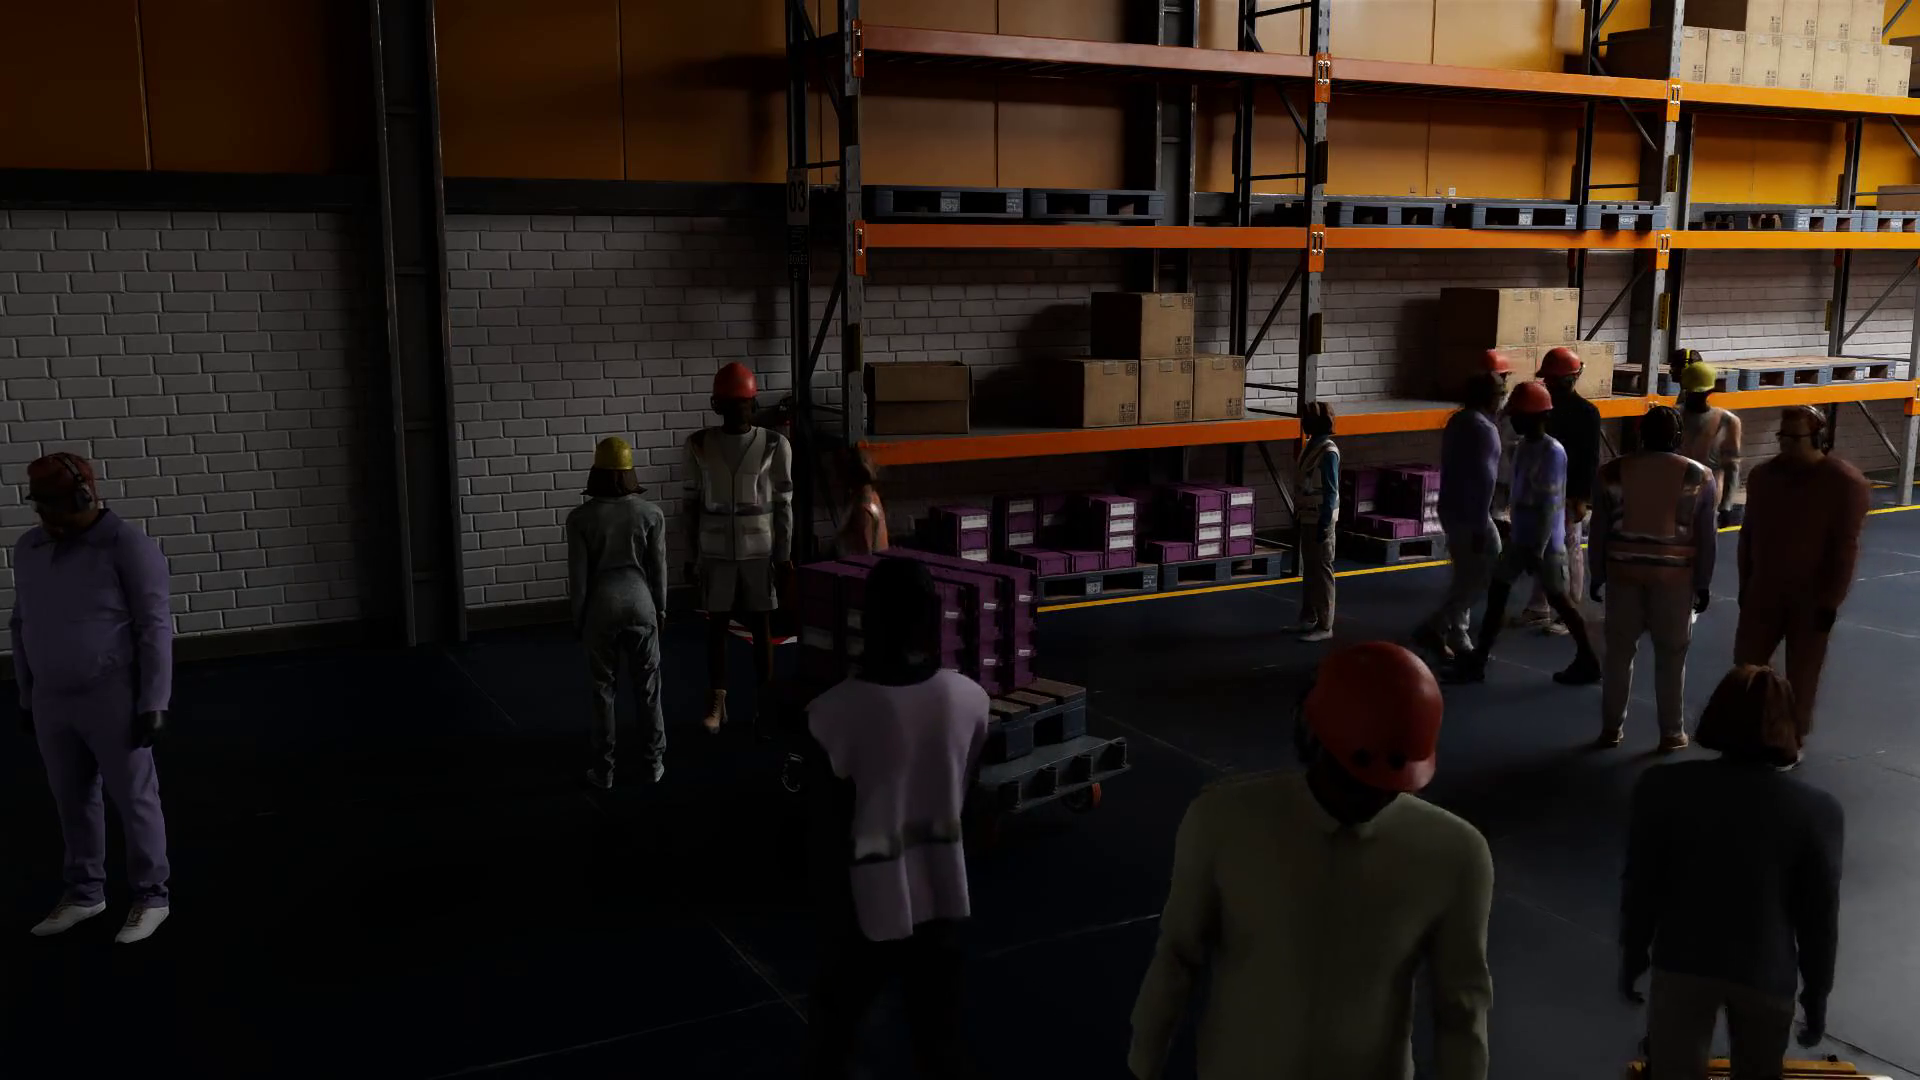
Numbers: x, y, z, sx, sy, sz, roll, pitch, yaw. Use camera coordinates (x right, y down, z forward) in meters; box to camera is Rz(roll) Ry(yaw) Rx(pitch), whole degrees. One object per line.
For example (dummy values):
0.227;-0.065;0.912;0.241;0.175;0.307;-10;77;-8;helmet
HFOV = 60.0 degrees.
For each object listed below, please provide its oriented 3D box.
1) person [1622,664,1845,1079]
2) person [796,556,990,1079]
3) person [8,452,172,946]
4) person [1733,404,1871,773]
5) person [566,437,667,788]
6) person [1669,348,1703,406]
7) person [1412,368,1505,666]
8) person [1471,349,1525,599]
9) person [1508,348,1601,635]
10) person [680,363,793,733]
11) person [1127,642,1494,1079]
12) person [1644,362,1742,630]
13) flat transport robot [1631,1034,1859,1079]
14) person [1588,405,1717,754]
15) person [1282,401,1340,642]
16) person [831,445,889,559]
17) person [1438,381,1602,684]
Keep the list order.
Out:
1.962;1.122;4.274;0.500;1.586;0.576;4;11;20;person
-0.204;0.975;4.428;0.604;1.834;1.036;-7;12;-37;person
-3.335;0.608;6.351;0.650;1.898;0.401;2;10;13;person
4.215;0.251;8.431;0.423;1.888;0.647;-8;13;-38;person
-1.691;0.359;8.235;0.487;1.744;0.294;-4;11;-20;person
5.837;-0.609;13.441;0.327;1.871;0.514;4;11;22;person
3.199;-0.127;10.517;0.471;1.918;0.654;-1;10;-3;person
4.086;-0.498;12.682;0.638;1.919;0.545;-6;11;-30;person
4.137;-0.338;11.540;0.392;1.988;0.608;-4;11;-20;person
-1.222;0.056;9.112;0.615;2.043;0.373;0;10;-1;person
0.658;1.136;3.192;0.692;1.937;0.815;1;10;5;person
5.053;-0.289;11.542;0.604;1.880;0.944;7;12;36;person
2.393;1.744;4.491;0.652;0.197;1.431;1;10;3;flat transport robot
3.662;0.207;8.827;0.629;1.842;0.429;6;11;29;person
2.424;-0.128;11.329;0.309;1.641;0.513;-1;10;-7;person
-0.455;0.276;9.088;0.680;1.615;0.529;0;10;0;person
3.496;-0.025;10.086;1.011;1.879;0.544;-1;10;-8;person
